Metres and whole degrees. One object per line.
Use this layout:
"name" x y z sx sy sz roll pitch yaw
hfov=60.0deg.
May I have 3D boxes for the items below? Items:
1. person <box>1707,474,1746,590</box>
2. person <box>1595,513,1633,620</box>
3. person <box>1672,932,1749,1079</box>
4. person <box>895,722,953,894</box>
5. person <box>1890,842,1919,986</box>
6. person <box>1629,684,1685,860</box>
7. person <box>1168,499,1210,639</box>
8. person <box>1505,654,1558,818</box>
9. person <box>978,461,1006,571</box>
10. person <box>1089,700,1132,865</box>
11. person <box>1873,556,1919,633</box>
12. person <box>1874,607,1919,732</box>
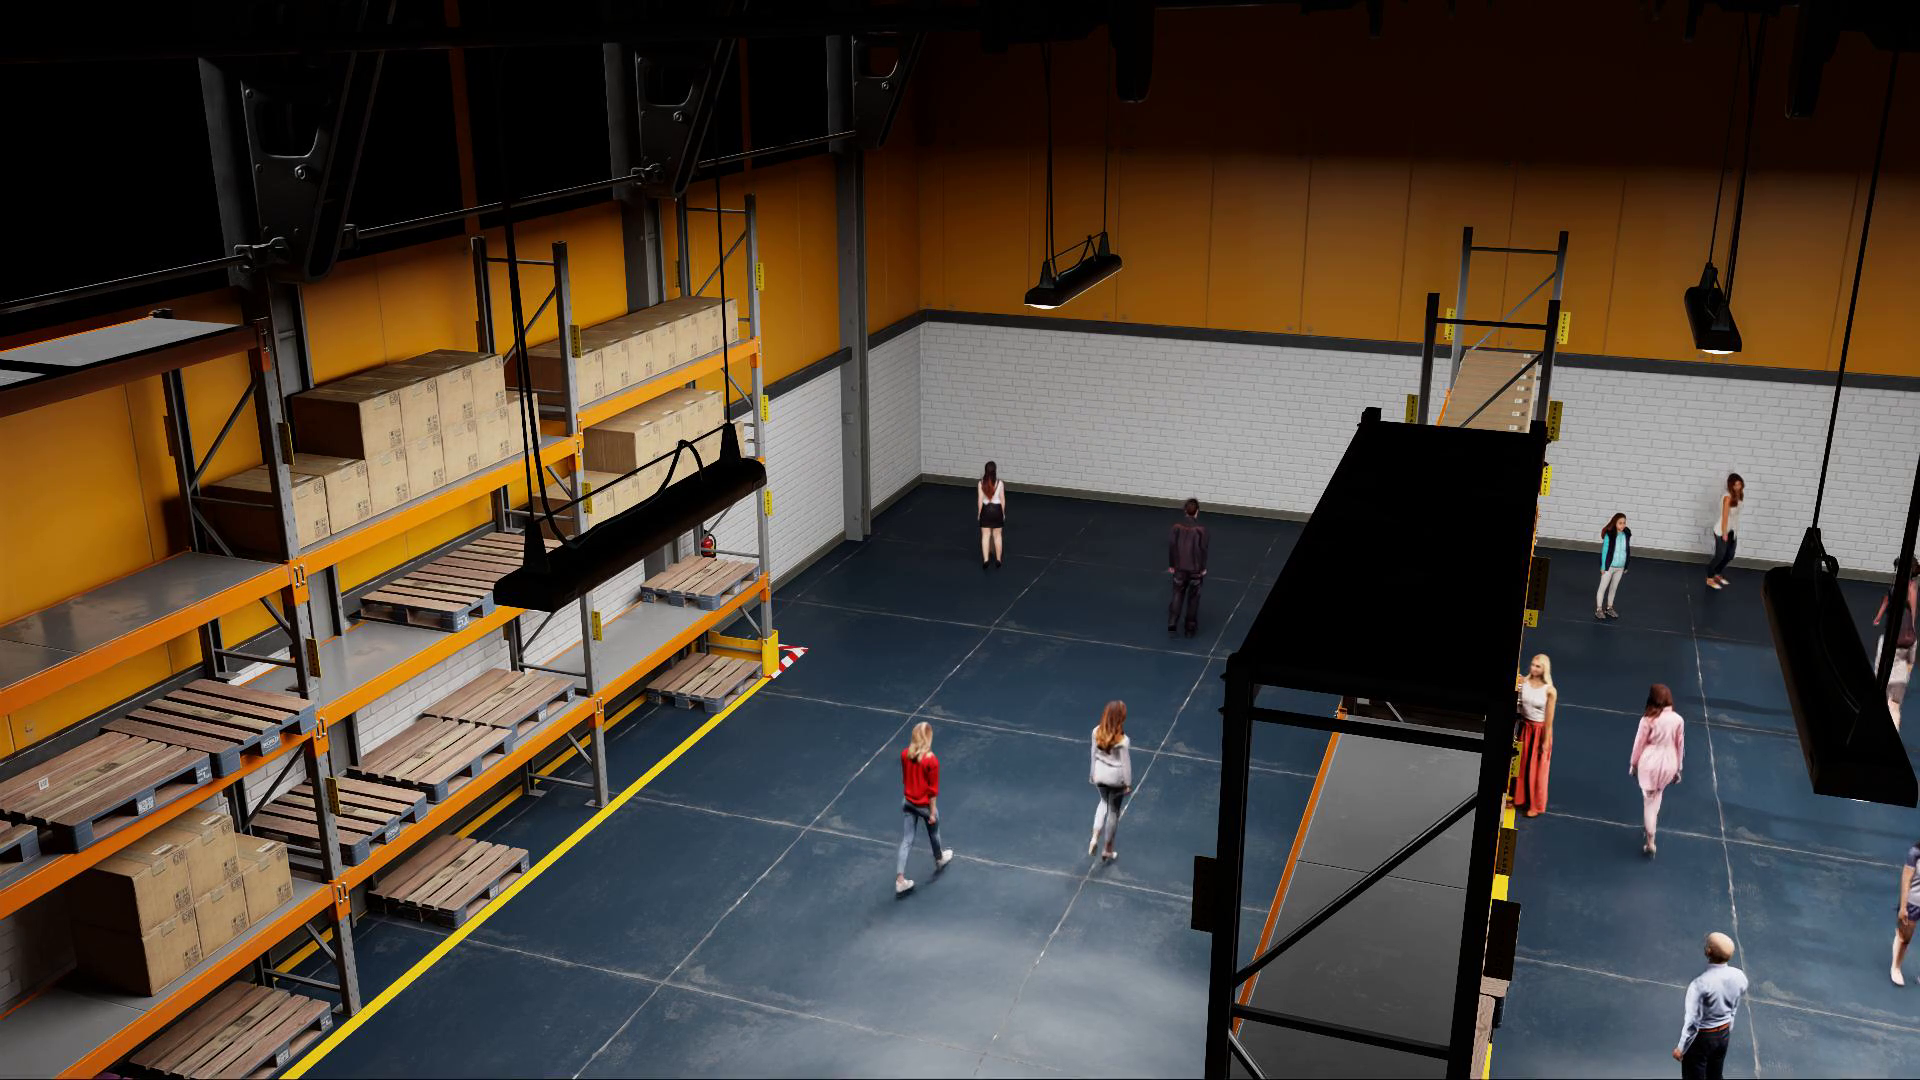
"person" 10.957 -0.135 23.872 0.821 1.747 0.739 16 24 40
"person" 8.978 0.334 22.868 0.681 1.500 0.723 -4 19 -13
"person" 5.539 3.720 12.357 0.730 1.791 0.778 -7 20 -21
"person" -0.440 2.590 15.924 0.803 1.656 1.175 12 22 31
"person" 8.288 3.105 14.356 0.695 1.681 0.941 4 19 13
"person" 6.935 2.330 16.510 0.767 1.775 0.926 1 19 4
"person" 3.009 0.412 22.012 0.734 1.899 0.798 9 21 25
"person" 6.005 2.023 17.383 0.756 1.800 0.724 -14 23 -36
"person" 0.461 -0.374 24.739 0.627 1.647 0.629 -1 19 -3
"person" 1.418 2.412 16.301 0.711 1.752 0.794 14 23 36
"person" 11.602 1.017 20.418 0.771 1.768 0.774 -1 19 -4
"person" 10.498 1.634 18.707 0.764 1.692 1.138 3 19 8
